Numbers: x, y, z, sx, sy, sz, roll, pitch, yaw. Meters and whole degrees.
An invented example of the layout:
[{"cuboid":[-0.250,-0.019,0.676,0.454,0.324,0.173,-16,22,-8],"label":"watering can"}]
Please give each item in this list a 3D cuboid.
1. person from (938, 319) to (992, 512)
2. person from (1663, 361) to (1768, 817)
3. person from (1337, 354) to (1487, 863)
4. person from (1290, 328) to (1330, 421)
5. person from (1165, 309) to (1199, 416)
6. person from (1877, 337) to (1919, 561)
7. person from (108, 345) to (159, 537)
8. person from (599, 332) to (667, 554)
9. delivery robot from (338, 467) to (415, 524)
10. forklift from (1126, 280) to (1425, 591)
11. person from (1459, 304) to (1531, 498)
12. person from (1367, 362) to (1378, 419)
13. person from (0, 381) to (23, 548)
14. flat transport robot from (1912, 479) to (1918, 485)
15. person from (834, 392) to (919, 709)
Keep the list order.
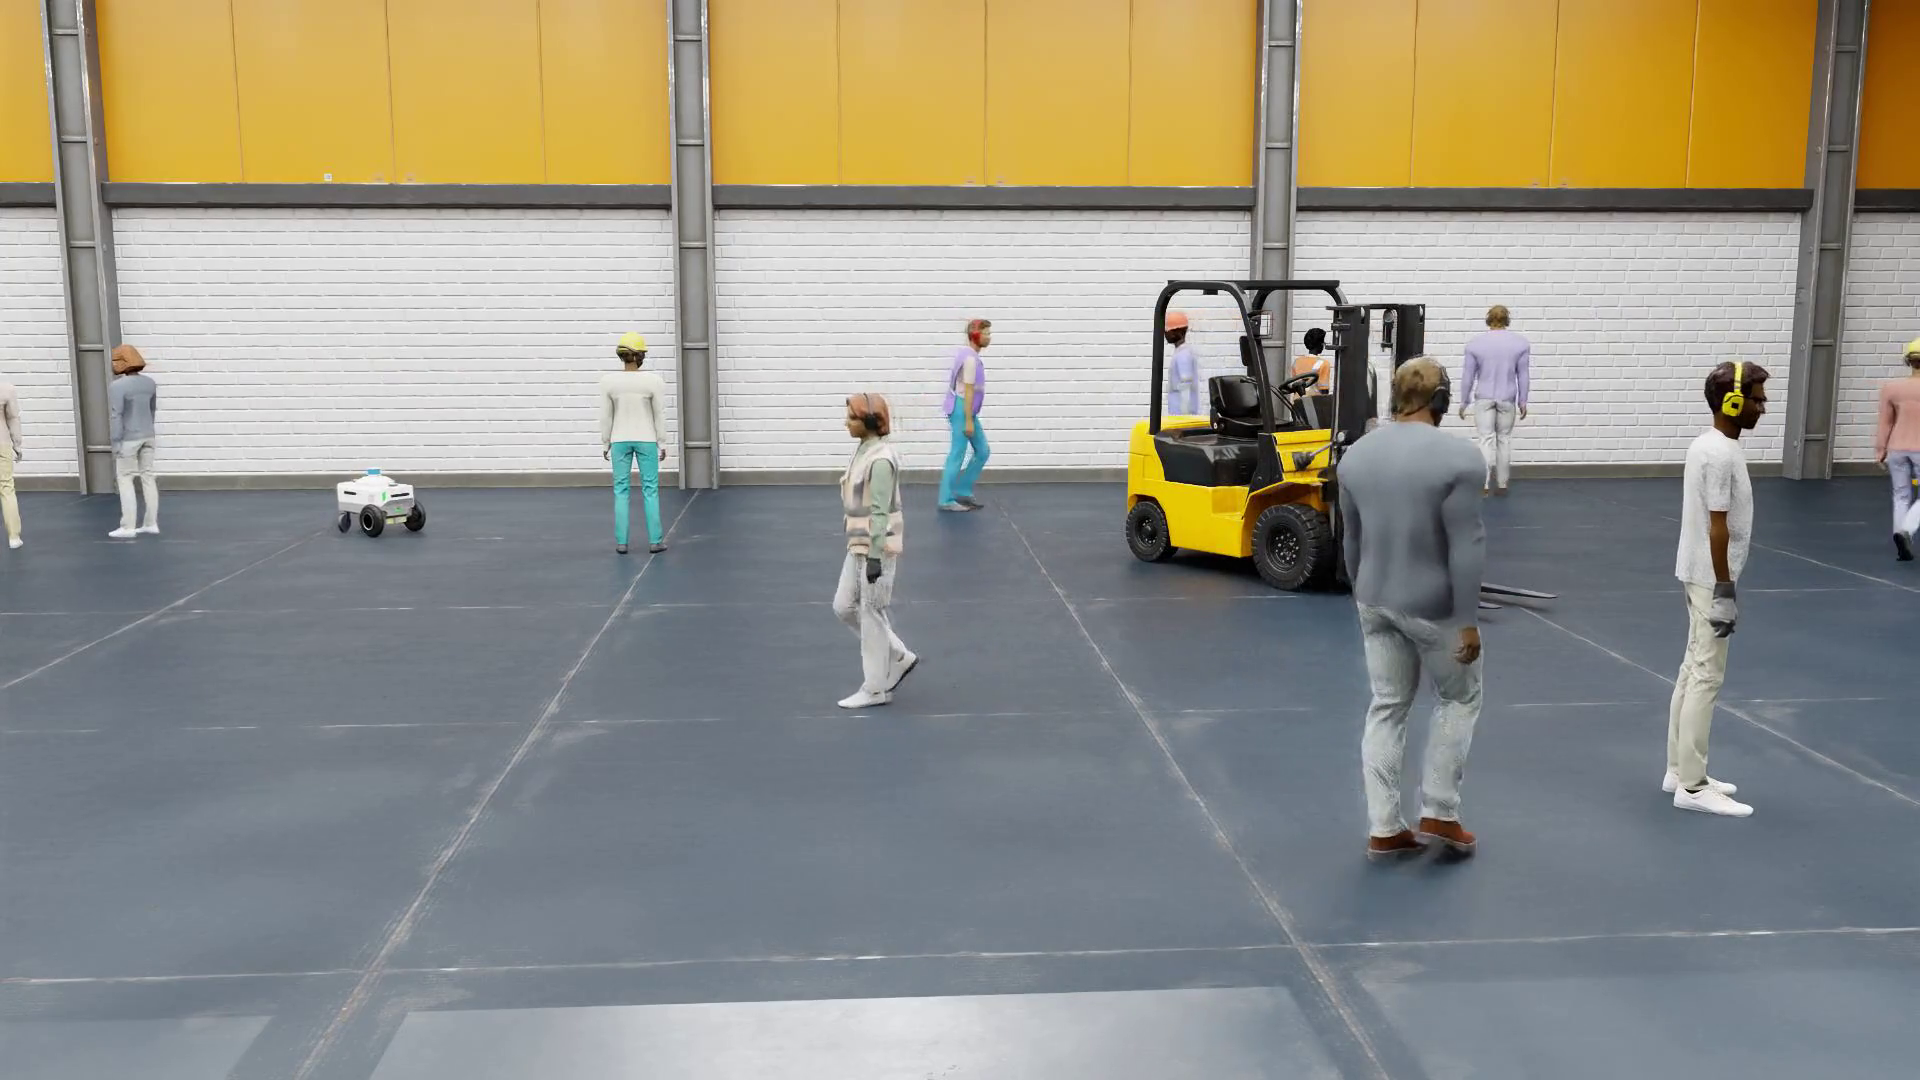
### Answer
[{"cuboid":[0.041,-1.151,15.529,0.527,1.809,0.565,1,9,6],"label":"person"},{"cuboid":[3.146,0.193,6.898,0.329,1.868,0.512,2,9,15],"label":"person"},{"cuboid":[1.731,0.264,6.313,0.573,1.910,0.661,-8,12,-41],"label":"person"},{"cuboid":[3.542,-1.298,16.815,0.321,1.691,0.532,-5,10,-29],"label":"person"},{"cuboid":[2.201,-1.239,15.814,0.856,1.903,0.554,2,9,12],"label":"person"},{"cuboid":[7.278,-0.681,12.722,0.539,1.750,0.539,-7,12,-39],"label":"person"},{"cuboid":[-7.023,-0.838,14.121,0.321,1.632,0.517,3,10,18],"label":"person"},{"cuboid":[-2.595,-0.766,13.233,0.526,1.765,0.329,0,9,-3],"label":"person"},{"cuboid":[-5.033,-0.383,14.322,0.707,0.478,0.477,7,11,36],"label":"delivery robot"},{"cuboid":[2.301,-0.860,12.475,1.214,2.155,2.313,-6,11,-35],"label":"forklift"},{"cuboid":[5.345,-1.388,16.626,0.641,1.938,0.414,1,9,9],"label":"person"},{"cuboid":[3.166,-0.848,13.649,0.981,1.789,0.524,5,11,31],"label":"person"},{"cuboid":[-7.841,-0.728,13.405,0.507,1.632,0.275,-7,11,-36],"label":"person"},{"cuboid":[10.616,-0.634,17.076,1.431,0.197,0.652,-2,9,-10],"label":"flat transport robot"},{"cuboid":[-0.450,0.057,8.472,0.388,1.623,0.536,-3,9,-17],"label":"person"}]
